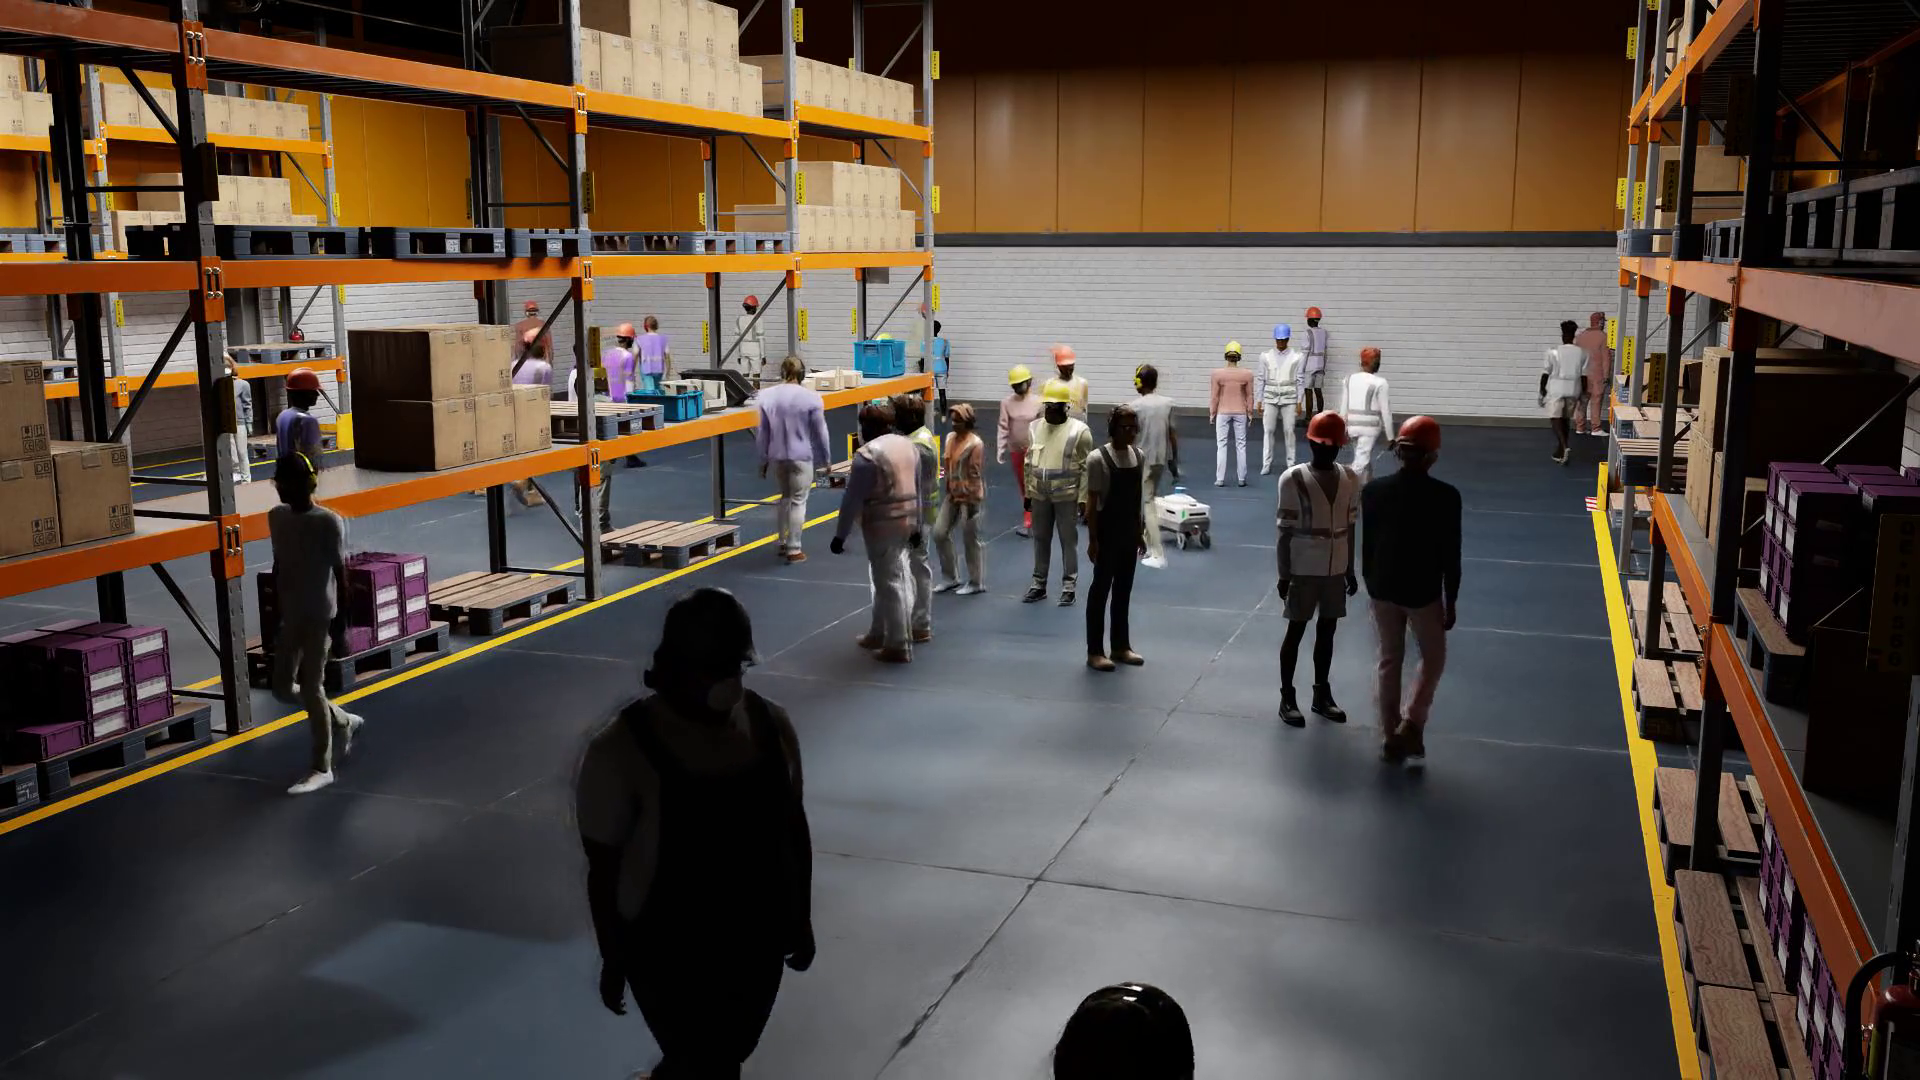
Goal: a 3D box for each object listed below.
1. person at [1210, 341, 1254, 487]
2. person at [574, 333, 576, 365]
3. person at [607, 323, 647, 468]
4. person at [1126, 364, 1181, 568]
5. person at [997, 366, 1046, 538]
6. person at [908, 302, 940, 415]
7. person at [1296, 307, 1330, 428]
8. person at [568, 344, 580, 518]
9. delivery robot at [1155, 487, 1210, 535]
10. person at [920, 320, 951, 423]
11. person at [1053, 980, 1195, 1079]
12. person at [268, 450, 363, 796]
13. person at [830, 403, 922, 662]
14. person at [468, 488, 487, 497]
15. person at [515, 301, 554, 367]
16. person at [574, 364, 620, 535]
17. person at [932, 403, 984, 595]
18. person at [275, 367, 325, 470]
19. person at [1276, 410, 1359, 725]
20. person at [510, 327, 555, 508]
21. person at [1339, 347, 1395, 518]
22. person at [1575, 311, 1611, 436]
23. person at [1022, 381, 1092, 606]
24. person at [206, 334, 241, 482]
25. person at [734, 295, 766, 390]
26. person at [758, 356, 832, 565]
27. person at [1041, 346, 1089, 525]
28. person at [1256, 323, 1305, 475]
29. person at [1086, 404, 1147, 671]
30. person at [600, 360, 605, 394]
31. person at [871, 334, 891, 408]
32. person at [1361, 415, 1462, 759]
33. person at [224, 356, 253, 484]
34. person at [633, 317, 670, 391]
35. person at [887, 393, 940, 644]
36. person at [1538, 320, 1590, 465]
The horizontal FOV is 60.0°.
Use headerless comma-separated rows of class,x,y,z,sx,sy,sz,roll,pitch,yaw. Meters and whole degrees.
person,3.287,-1.520,20.155,0.533,1.767,0.325,0,10,3
person,-5.678,-2.344,25.161,0.340,1.633,0.533,-4,11,-19
person,-4.444,-1.871,21.705,0.640,1.914,0.552,-10,14,-44
person,1.685,-0.693,15.282,0.551,1.834,0.811,-5,11,-26
person,0.632,-0.877,16.681,0.533,1.708,0.929,4,11,21
person,-0.655,-3.133,28.648,0.568,1.981,0.630,0,10,0
person,5.645,-2.762,26.654,0.545,1.942,0.352,-7,12,-33
person,-4.035,-1.190,17.863,0.391,1.920,0.593,-3,11,-17
delivery robot,2.148,-0.274,16.279,0.477,0.478,0.707,-4,11,-22
person,-0.413,-2.750,27.275,0.535,1.697,0.318,-3,11,-19
person,0.206,1.600,2.498,0.642,1.807,0.774,5,11,24
person,-3.492,0.424,8.967,0.538,1.851,0.504,5,11,25
person,-0.592,-0.059,11.807,0.719,1.804,0.680,6,12,31
person,-5.639,-1.353,19.408,0.319,1.697,0.532,-6,12,-30
person,-7.287,-3.104,28.506,0.635,1.970,0.463,-3,10,-16
person,-3.674,-0.922,16.873,0.485,1.738,0.317,6,12,30
person,-0.026,-0.327,13.827,0.536,1.615,0.529,-6,12,-32
person,-5.328,-0.438,13.577,0.548,1.937,0.379,9,13,40
person,2.198,0.170,10.161,0.551,1.933,0.371,-4,11,-19
person,-4.772,-1.332,18.382,0.671,2.018,0.626,5,11,25
person,4.396,-1.157,17.939,1.005,1.827,0.603,-7,12,-34
person,9.746,-2.547,25.538,0.402,1.911,0.638,-5,11,-24
person,0.770,-0.379,13.538,0.586,1.835,0.403,6,12,29
person,-9.117,-1.627,20.514,0.399,1.876,0.673,-6,12,-30
person,-3.660,-3.269,29.221,0.605,2.045,0.383,5,11,28
person,-1.509,-0.744,15.376,0.648,1.907,0.659,4,11,21
person,1.124,-1.104,17.506,0.548,1.870,1.035,-3,10,-16
person,4.058,-1.779,21.123,0.605,1.939,0.411,3,11,19
person,1.084,-0.025,11.516,0.517,1.842,0.327,-8,13,-37
person,-4.991,-1.889,22.581,0.310,1.642,0.514,4,11,21
person,-1.019,-1.834,21.925,0.327,1.765,0.528,-1,10,-8
person,2.541,0.283,9.411,0.605,1.973,0.493,7,12,34
person,-8.538,-1.333,19.460,0.507,1.636,0.273,-1,10,-8
person,-4.892,-2.633,26.354,0.588,1.795,0.996,-6,12,-32
person,-0.368,-0.162,12.294,0.429,1.843,0.633,-1,10,-8
person,8.096,-1.972,22.249,0.610,1.938,0.894,0,10,2
